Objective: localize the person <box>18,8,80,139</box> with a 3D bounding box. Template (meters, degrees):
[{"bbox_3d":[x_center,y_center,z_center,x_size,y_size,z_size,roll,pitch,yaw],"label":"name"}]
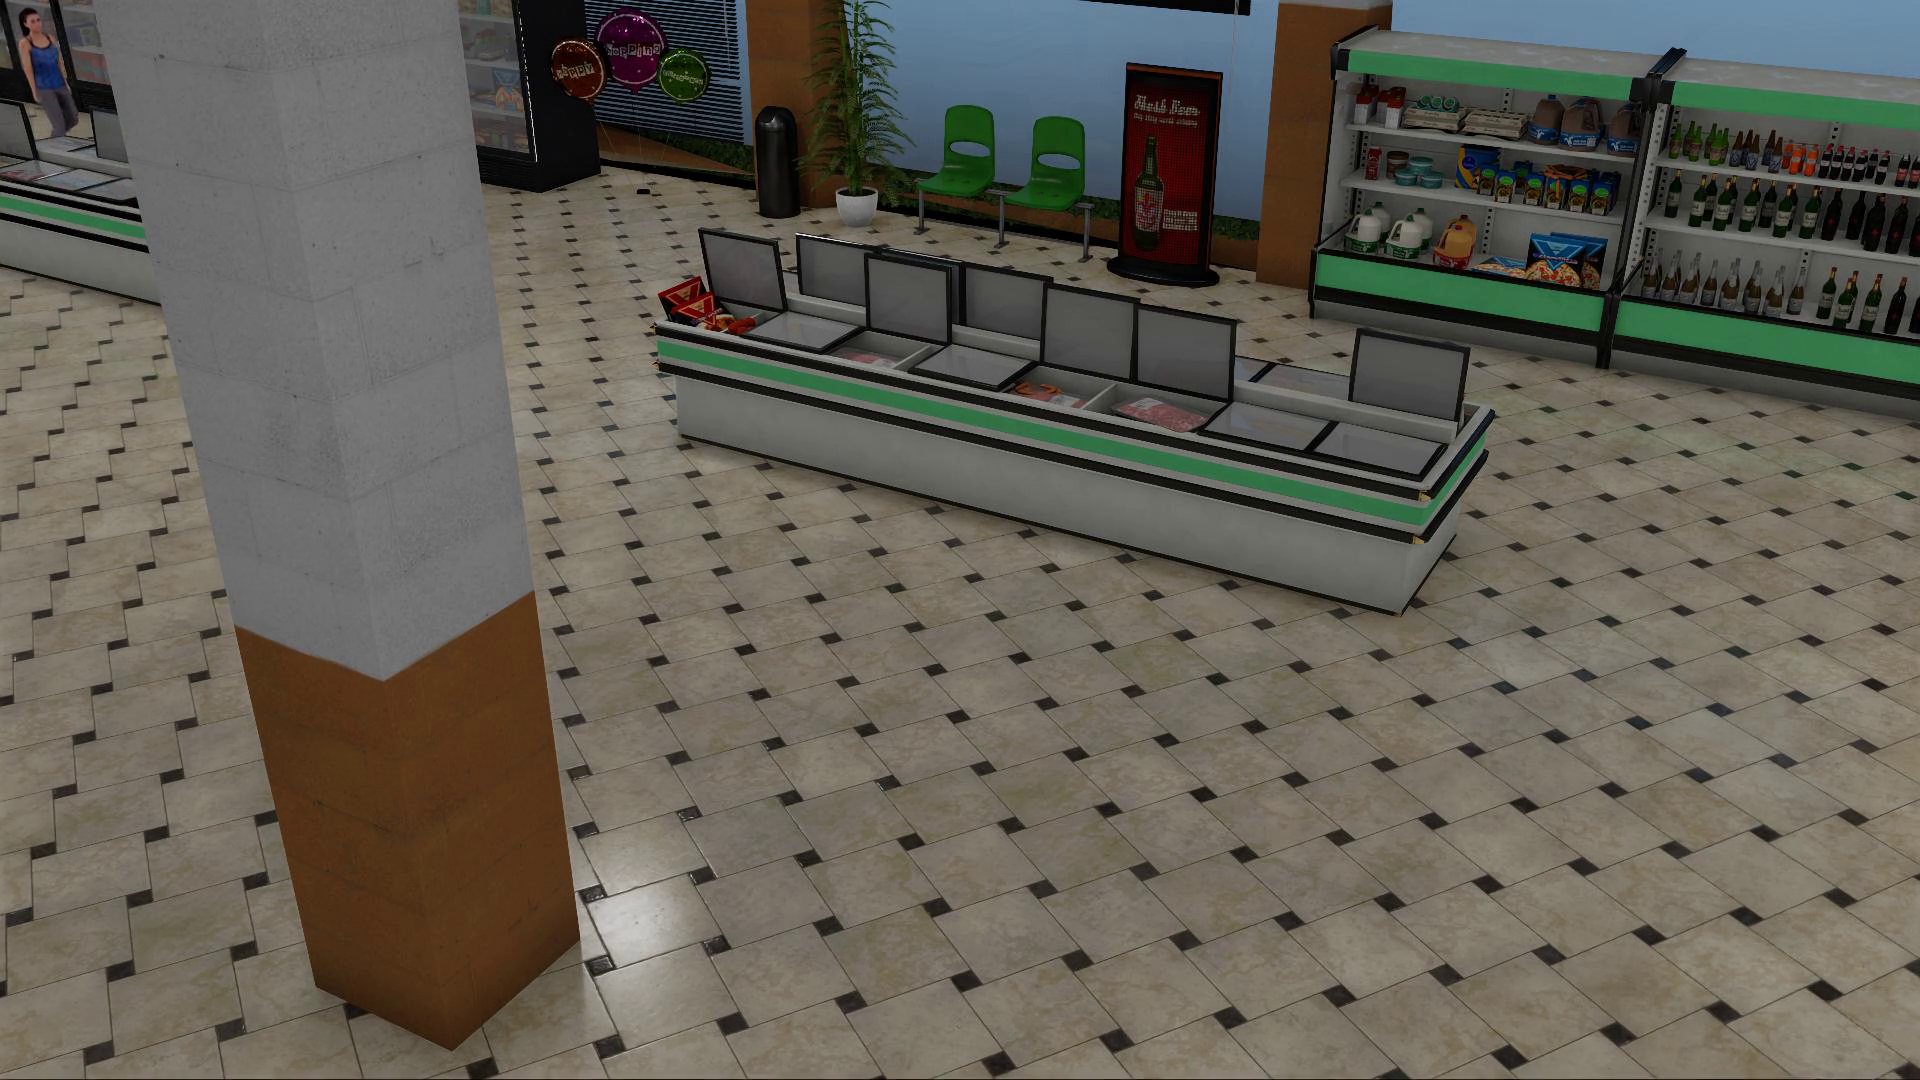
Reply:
[{"bbox_3d":[-9.182,-4.522,16.717,0.799,1.593,0.609,12,29,22],"label":"person"}]
